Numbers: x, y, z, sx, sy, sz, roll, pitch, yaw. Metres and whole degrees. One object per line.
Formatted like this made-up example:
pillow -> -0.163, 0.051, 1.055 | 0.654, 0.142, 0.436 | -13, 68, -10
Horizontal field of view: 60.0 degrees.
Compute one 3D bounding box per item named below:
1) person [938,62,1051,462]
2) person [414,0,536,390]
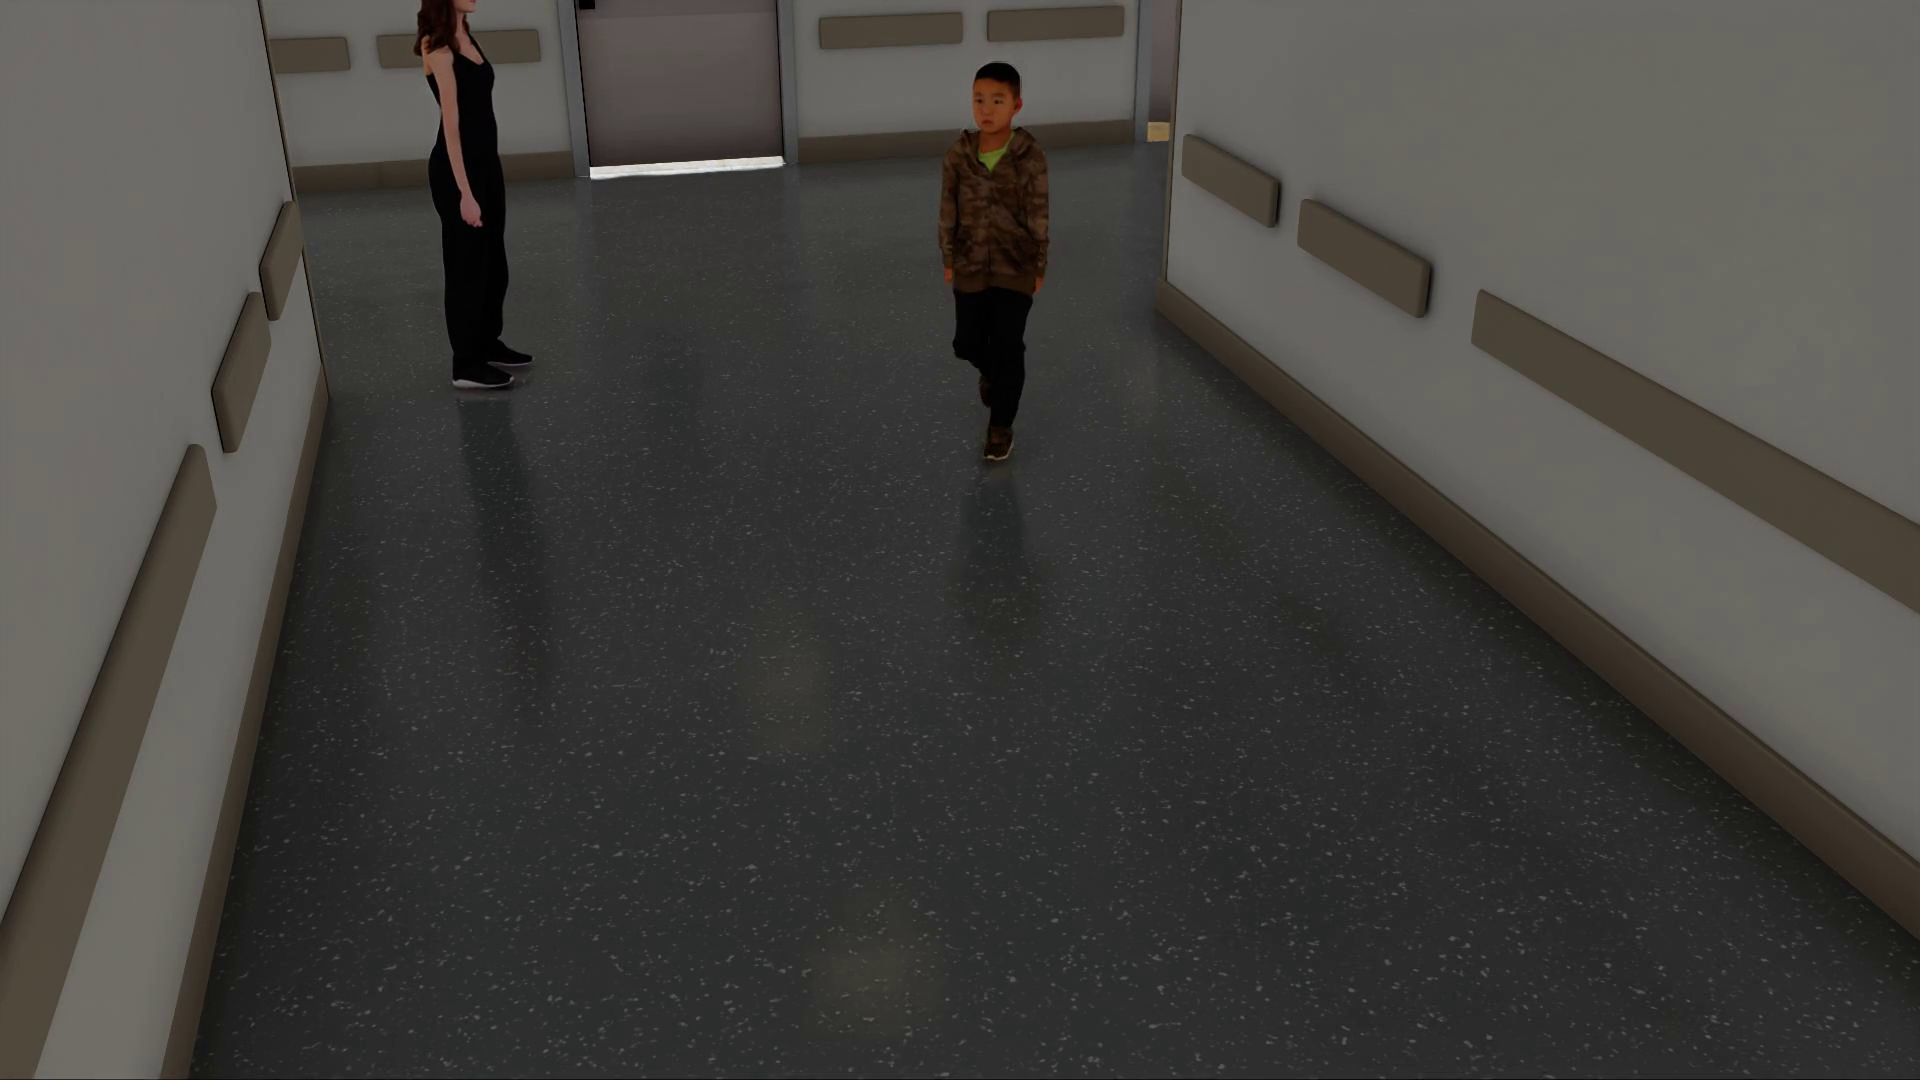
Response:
person -> 0.146, -1.050, 6.236 | 0.879, 1.439, 0.855 | 5, 26, 10
person -> -2.032, -1.495, 6.808 | 0.624, 1.743, 0.639 | 3, 26, 6
